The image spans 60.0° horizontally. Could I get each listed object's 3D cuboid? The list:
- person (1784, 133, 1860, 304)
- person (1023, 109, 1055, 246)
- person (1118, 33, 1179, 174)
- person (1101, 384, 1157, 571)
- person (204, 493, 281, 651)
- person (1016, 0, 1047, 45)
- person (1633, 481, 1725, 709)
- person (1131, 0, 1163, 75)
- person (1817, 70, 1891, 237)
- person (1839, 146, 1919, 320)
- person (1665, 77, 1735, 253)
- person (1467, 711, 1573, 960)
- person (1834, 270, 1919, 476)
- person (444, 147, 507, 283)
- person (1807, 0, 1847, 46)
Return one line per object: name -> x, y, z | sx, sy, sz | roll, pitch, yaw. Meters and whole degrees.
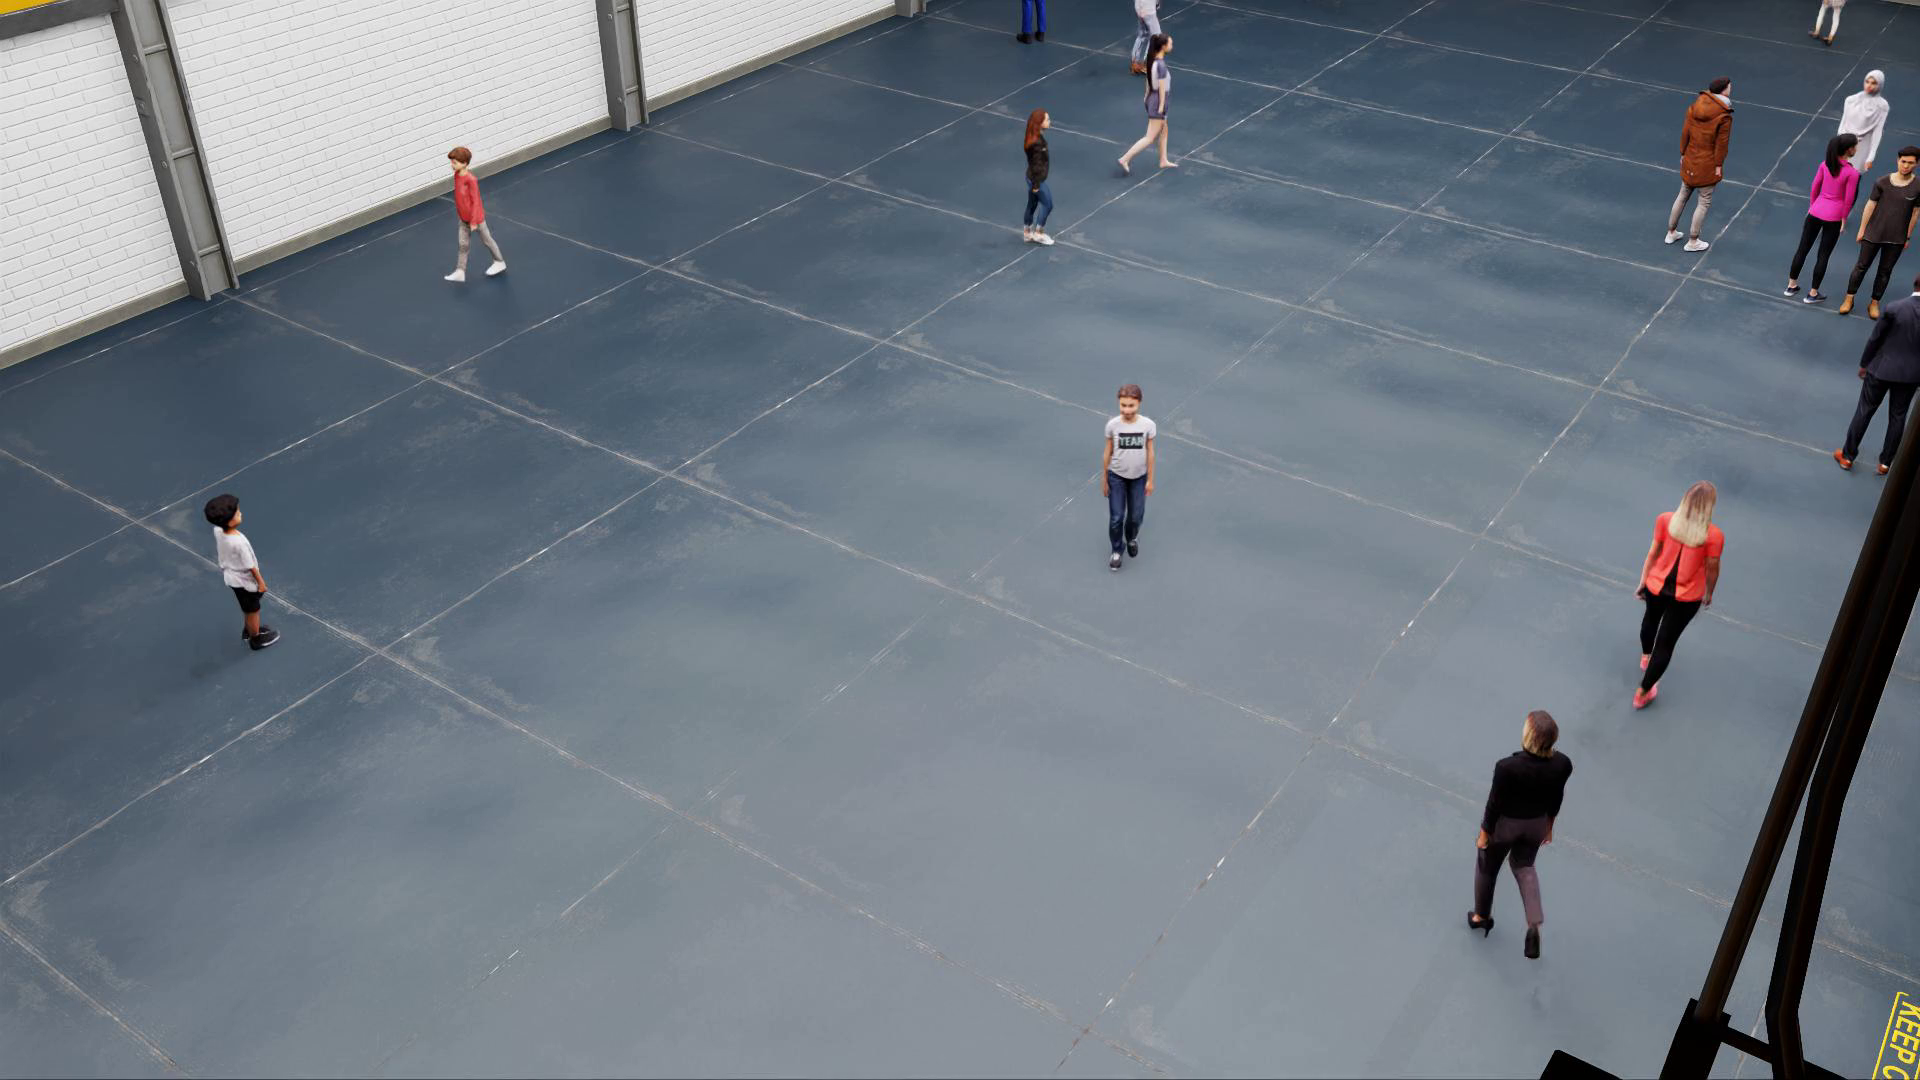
person -> 8.553, -3.190, 16.442 | 0.666, 1.698, 0.657 | -19, 38, -26
person -> 0.745, -3.846, 17.631 | 0.726, 1.473, 0.661 | -4, 34, -6
person -> 2.189, -5.019, 19.264 | 1.070, 1.620, 1.000 | -6, 34, -9
person -> 1.266, -0.515, 12.553 | 0.674, 1.547, 0.738 | 4, 34, 6
person -> -5.094, 0.258, 11.658 | 0.504, 1.251, 0.492 | 24, 41, 32
person -> 1.023, -8.007, 23.552 | 0.676, 1.849, 0.782 | -14, 36, -20
person -> 4.712, 0.396, 11.073 | 0.651, 1.668, 0.928 | 27, 42, 34
person -> 2.413, -7.141, 22.272 | 0.851, 1.825, 0.753 | 2, 34, 2
person -> 9.632, -4.163, 17.867 | 1.169, 1.740, 0.764 | -29, 43, -36
person -> 8.992, -3.001, 16.141 | 0.659, 1.716, 0.599 | 15, 36, 21
person -> 7.792, -3.953, 17.462 | 0.860, 1.839, 0.832 | -17, 37, -24
person -> 3.096, 1.668, 9.169 | 0.858, 1.658, 0.912 | -7, 34, -10
person -> 7.660, -1.378, 13.606 | 0.755, 1.819, 0.708 | 11, 35, 16
person -> -4.904, -3.311, 16.910 | 0.573, 1.381, 0.928 | 24, 41, 32
person -> 12.441, -7.669, 23.545 | 0.745, 1.294, 0.827 | -1, 34, -1
